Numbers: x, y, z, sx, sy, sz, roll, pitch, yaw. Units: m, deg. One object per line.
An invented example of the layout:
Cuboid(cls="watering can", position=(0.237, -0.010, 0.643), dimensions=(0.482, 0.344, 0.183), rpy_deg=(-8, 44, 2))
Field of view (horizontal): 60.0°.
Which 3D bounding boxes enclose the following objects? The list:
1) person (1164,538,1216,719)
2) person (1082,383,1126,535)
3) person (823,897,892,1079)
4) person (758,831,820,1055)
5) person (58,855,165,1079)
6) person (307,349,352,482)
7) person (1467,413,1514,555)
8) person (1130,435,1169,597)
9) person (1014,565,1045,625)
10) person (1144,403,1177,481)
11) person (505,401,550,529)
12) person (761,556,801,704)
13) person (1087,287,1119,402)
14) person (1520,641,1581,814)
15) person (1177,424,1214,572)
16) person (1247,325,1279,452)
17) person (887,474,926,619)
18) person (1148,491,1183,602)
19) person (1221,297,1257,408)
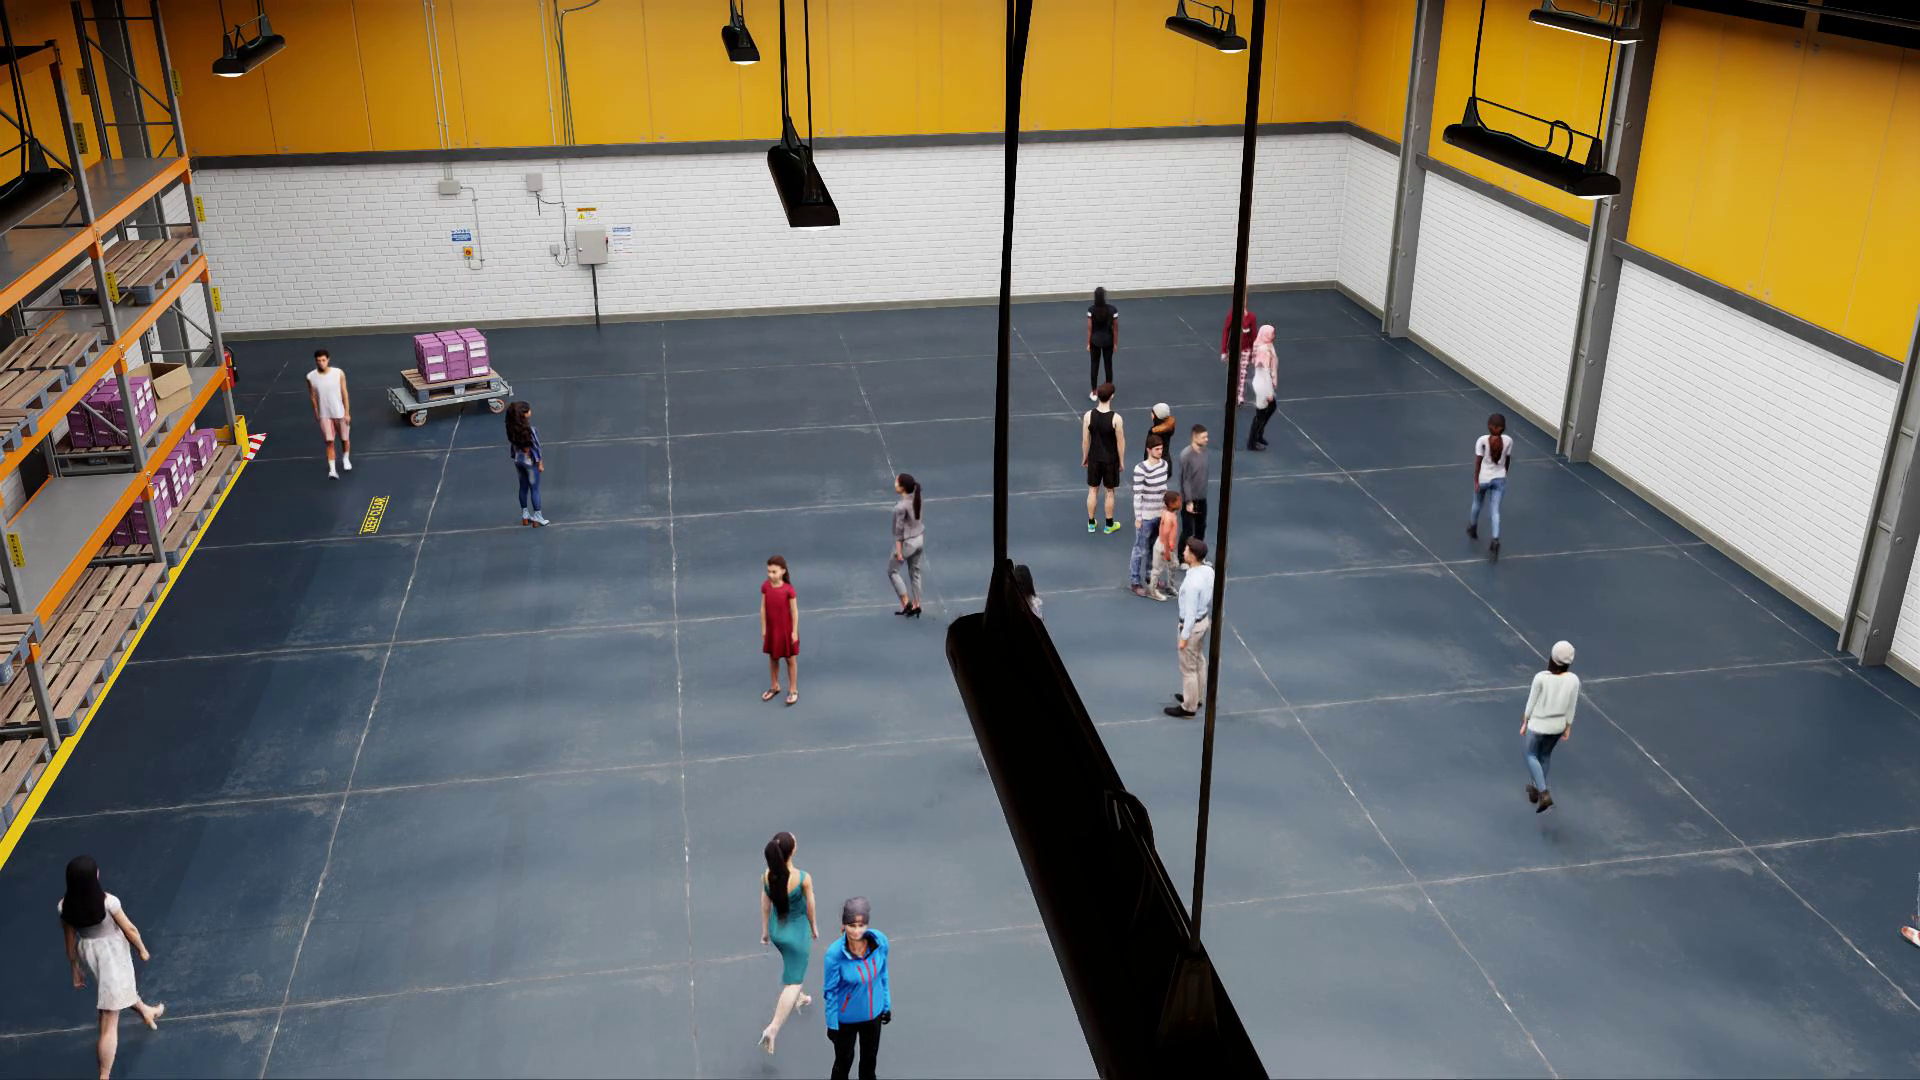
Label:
Cuboid(cls="person", position=(2.240, 0.845, 16.034), dimensions=(0.807, 1.845, 0.724), rpy_deg=(12, 26, 25))
Cuboid(cls="person", position=(1.735, -0.991, 20.177), dimensions=(0.779, 1.892, 0.768), rpy_deg=(8, 25, 18))
Cuboid(cls="person", position=(-0.673, 3.105, 10.922), dimensions=(0.676, 1.800, 0.624), rpy_deg=(-12, 26, -25))
Cuboid(cls="person", position=(-1.224, 2.848, 11.695), dimensions=(0.900, 1.651, 1.085), rpy_deg=(10, 25, 21))
Cuboid(cls="person", position=(-5.811, 2.996, 11.283), dimensions=(0.778, 1.711, 1.286), rpy_deg=(1, 24, 1))
Cuboid(cls="person", position=(-8.259, -1.689, 21.968), dimensions=(0.721, 1.736, 1.136), rpy_deg=(-7, 25, -16))
Cuboid(cls="person", position=(6.299, -0.639, 19.635), dimensions=(0.803, 1.682, 1.197), rpy_deg=(2, 24, 5))
Cuboid(cls="person", position=(2.131, -0.306, 18.656), dimensions=(0.724, 1.855, 0.714), rpy_deg=(-19, 30, -36))
Cuboid(cls="person", position=(0.552, 1.095, 15.632), dimensions=(0.840, 1.710, 0.942), rpy_deg=(9, 25, 19))
Cuboid(cls="person", position=(2.427, -0.895, 20.280), dimensions=(0.784, 1.633, 0.684), rpy_deg=(7, 25, 16))
Cuboid(cls="person", position=(-5.310, -0.945, 20.413), dimensions=(0.699, 1.617, 0.745), rpy_deg=(13, 27, 28))
Cuboid(cls="person", position=(-1.765, 0.858, 16.372), dimensions=(0.656, 1.552, 0.715), rpy_deg=(7, 24, 15))
Cuboid(cls="person", position=(2.118, -2.937, 24.830), dimensions=(0.661, 1.731, 0.628), rpy_deg=(1, 24, 3))
Cuboid(cls="person", position=(5.124, 1.651, 14.460), dimensions=(0.653, 1.629, 0.906), rpy_deg=(0, 24, -1))
Cuboid(cls="person", position=(2.668, -0.498, 19.213), dimensions=(0.725, 1.761, 0.749), rpy_deg=(-21, 31, -40))
Cuboid(cls="person", position=(4.049, -2.067, 22.765), dimensions=(0.745, 1.791, 0.629), rpy_deg=(0, 24, 0))
Cuboid(cls="person", position=(-0.488, 0.095, 17.978), dimensions=(0.776, 1.663, 0.720), rpy_deg=(17, 29, 33))
Cuboid(cls="person", position=(2.229, 0.058, 18.524), dimensions=(0.734, 1.293, 0.692), rpy_deg=(11, 26, 24))
Cuboid(cls="person", position=(4.140, -2.830, 24.670), dimensions=(0.903, 1.662, 1.146), rpy_deg=(5, 24, 10))
